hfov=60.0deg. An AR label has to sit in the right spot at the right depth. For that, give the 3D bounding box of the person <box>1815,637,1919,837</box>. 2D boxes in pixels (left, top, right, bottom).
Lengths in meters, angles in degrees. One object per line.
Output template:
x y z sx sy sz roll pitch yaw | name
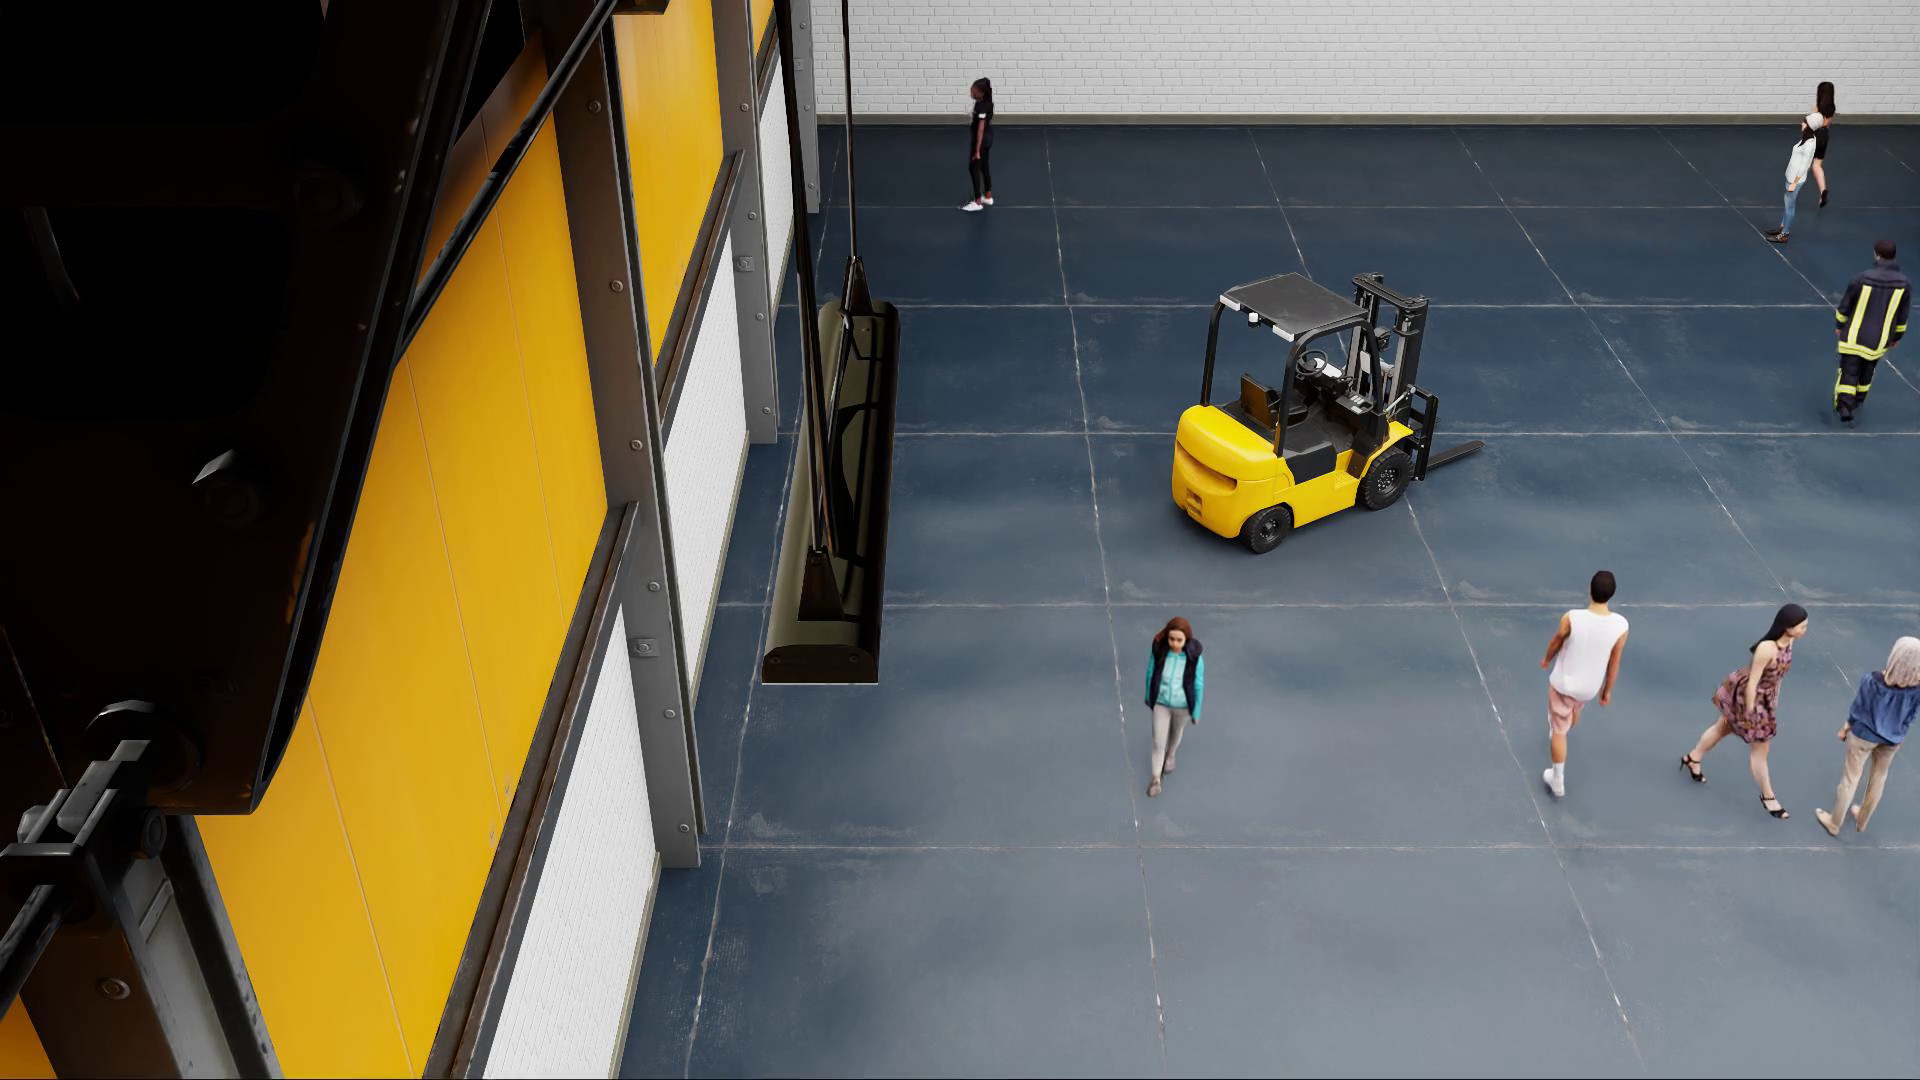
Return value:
6.484 1.391 11.769 0.614 1.699 0.562 2 34 2 | person

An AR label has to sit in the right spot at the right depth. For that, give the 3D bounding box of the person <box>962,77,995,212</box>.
0.255 -5.164 21.598 0.733 1.736 0.562 9 35 13 | person

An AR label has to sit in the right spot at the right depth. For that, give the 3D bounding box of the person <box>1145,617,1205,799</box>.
1.591 1.143 12.341 0.694 1.478 0.935 6 34 10 | person

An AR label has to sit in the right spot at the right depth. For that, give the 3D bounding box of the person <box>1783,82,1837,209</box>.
11.154 -5.097 21.601 0.726 1.622 1.065 -7 34 -10 | person

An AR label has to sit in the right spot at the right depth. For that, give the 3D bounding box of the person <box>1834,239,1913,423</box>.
9.167 -2.067 16.808 1.074 1.880 1.288 14 36 20 | person

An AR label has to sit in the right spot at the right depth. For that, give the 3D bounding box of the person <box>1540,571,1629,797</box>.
4.519 1.095 12.187 0.699 1.730 1.149 3 34 5 | person

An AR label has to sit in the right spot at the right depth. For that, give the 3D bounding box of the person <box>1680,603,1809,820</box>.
5.661 1.157 12.098 1.047 1.726 1.120 -25 41 -33 | person

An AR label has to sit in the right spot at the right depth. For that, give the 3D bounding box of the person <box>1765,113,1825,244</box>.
10.413 -4.519 20.710 0.691 1.645 0.552 11 35 17 | person
